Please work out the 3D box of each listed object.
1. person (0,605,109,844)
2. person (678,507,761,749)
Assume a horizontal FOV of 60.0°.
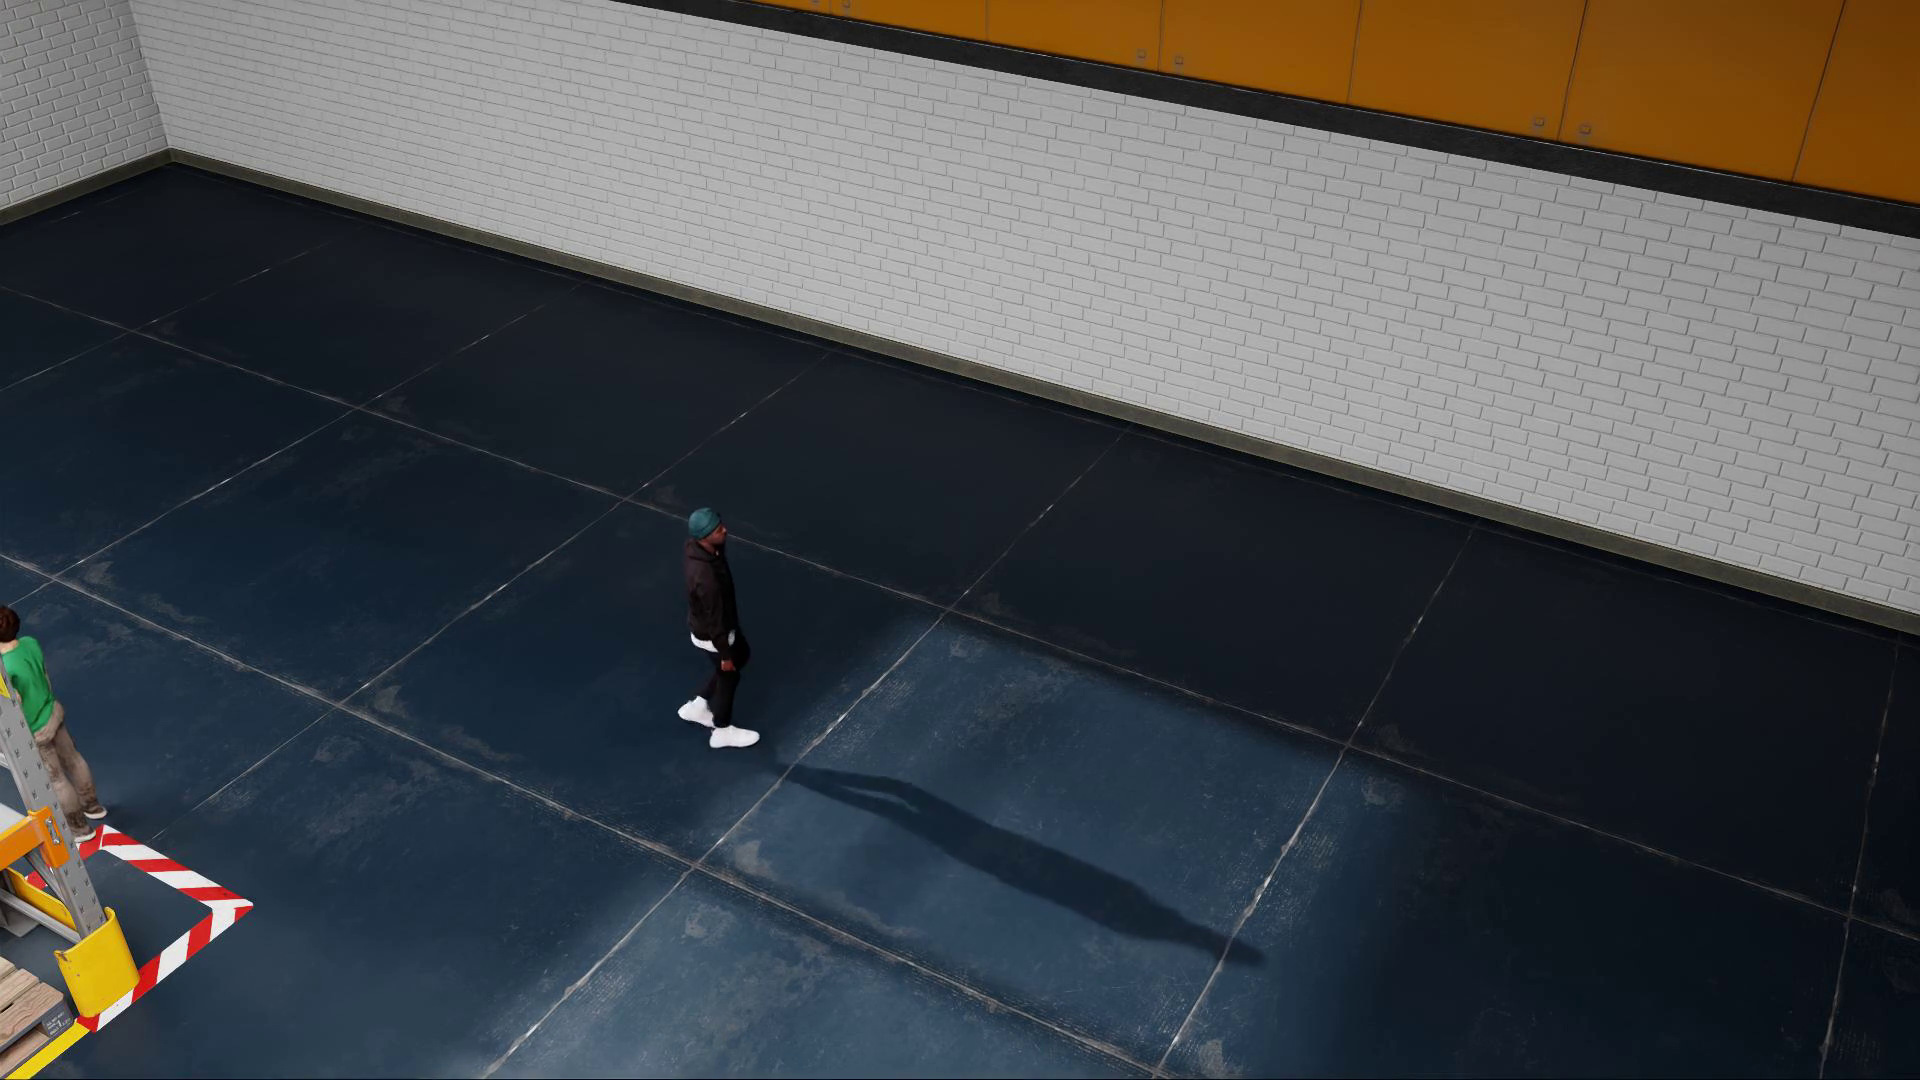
[{"bbox_3d":[-5.371,1.068,9.714,0.730,1.651,0.623,0,34,-1],"label":"person"},{"bbox_3d":[-1.600,0.568,10.330,0.923,1.801,0.862,-7,34,-10],"label":"person"}]
